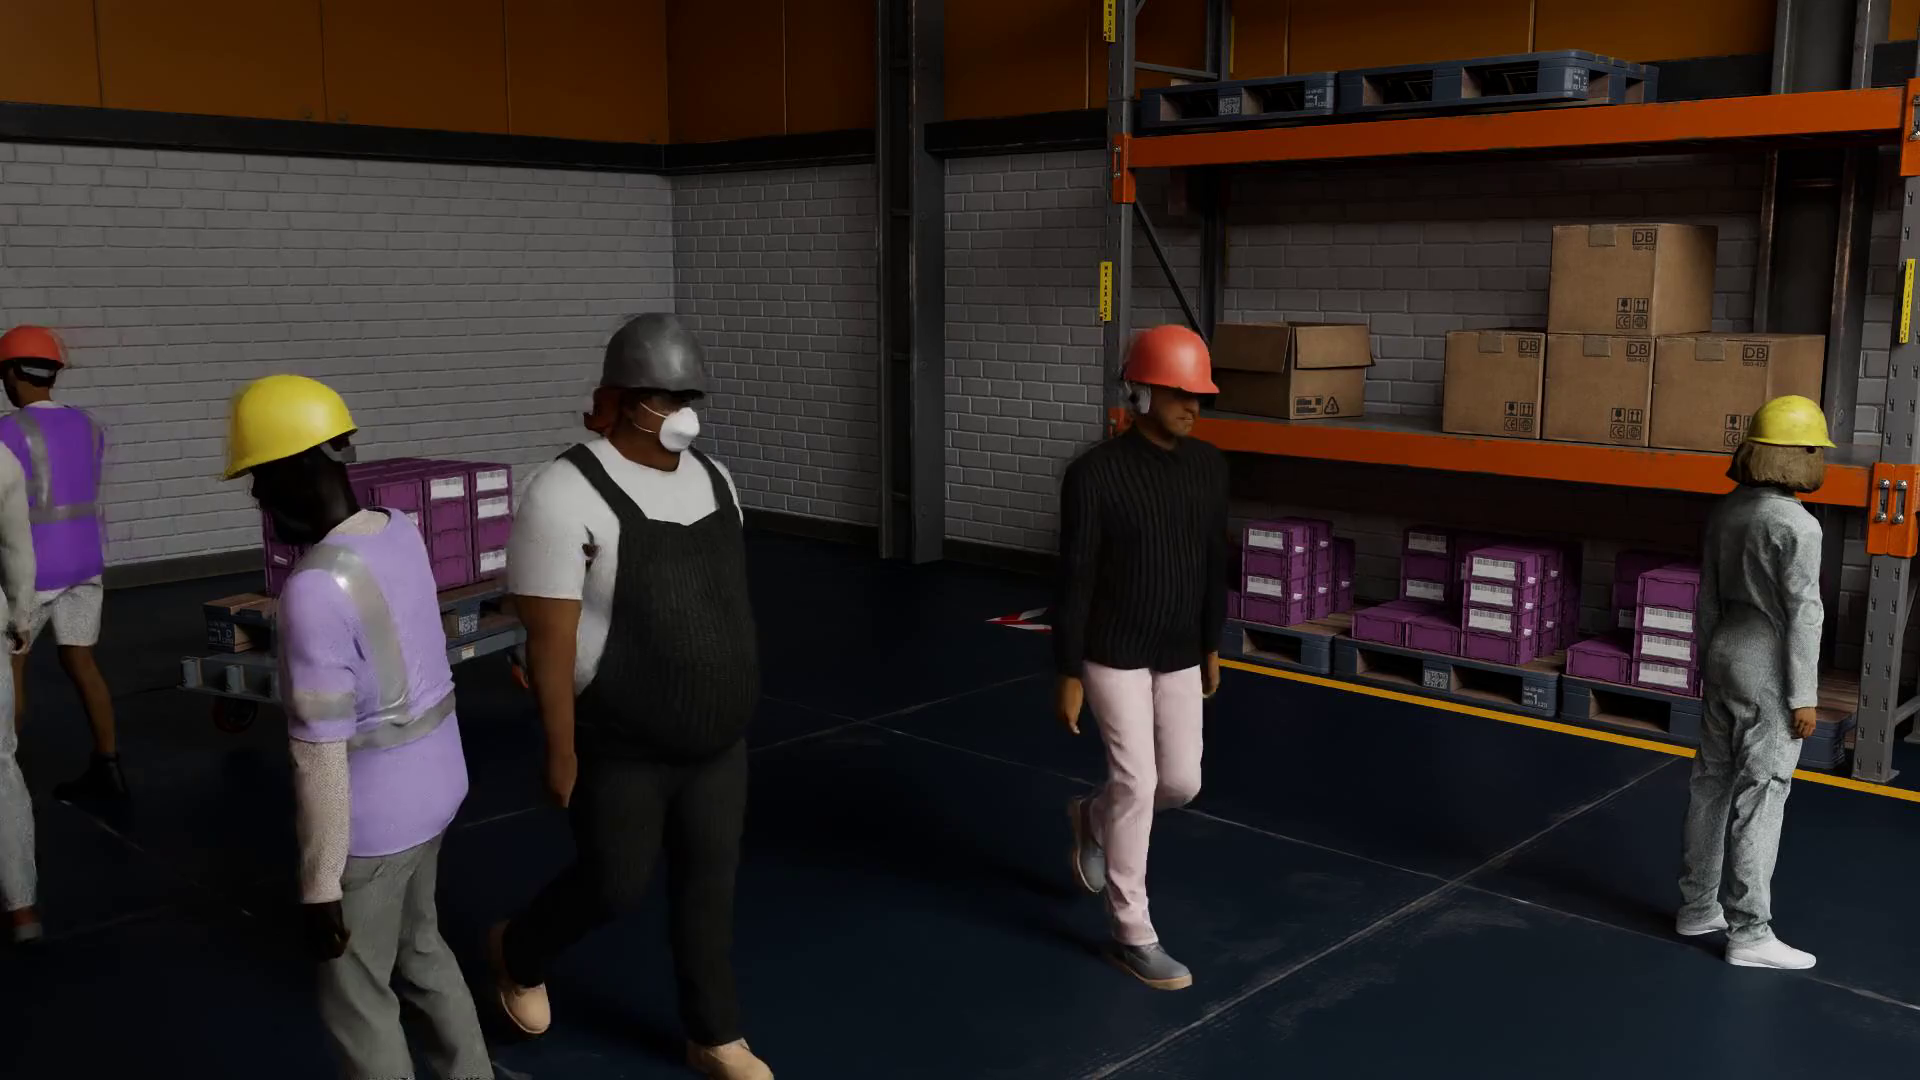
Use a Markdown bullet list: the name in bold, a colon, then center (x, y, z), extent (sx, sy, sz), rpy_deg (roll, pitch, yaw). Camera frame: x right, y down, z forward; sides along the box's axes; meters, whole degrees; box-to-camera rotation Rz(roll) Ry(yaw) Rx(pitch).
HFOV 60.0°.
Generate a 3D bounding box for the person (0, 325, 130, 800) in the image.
- **person**: center (-3.677, 0.114, 6.567), extent (0.742, 1.891, 0.614), rpy_deg (2, 9, 12)

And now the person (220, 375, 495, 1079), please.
- **person**: center (-1.273, 0.595, 3.590), extent (0.511, 1.899, 0.639), rpy_deg (0, 9, 0)

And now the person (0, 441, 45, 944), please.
- **person**: center (-3.226, 0.333, 5.258), extent (0.961, 1.897, 0.652), rpy_deg (8, 12, 42)

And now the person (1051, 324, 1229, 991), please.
- **person**: center (0.509, 0.319, 5.088), extent (0.648, 1.966, 0.703), rpy_deg (-6, 11, -31)

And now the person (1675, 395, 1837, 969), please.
- **person**: center (2.467, 0.427, 5.111), extent (0.325, 1.740, 0.492), rpy_deg (-2, 9, -10)

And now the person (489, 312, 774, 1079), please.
- **person**: center (-0.852, 0.410, 4.300), extent (0.771, 2.000, 0.693), rpy_deg (7, 12, 37)
